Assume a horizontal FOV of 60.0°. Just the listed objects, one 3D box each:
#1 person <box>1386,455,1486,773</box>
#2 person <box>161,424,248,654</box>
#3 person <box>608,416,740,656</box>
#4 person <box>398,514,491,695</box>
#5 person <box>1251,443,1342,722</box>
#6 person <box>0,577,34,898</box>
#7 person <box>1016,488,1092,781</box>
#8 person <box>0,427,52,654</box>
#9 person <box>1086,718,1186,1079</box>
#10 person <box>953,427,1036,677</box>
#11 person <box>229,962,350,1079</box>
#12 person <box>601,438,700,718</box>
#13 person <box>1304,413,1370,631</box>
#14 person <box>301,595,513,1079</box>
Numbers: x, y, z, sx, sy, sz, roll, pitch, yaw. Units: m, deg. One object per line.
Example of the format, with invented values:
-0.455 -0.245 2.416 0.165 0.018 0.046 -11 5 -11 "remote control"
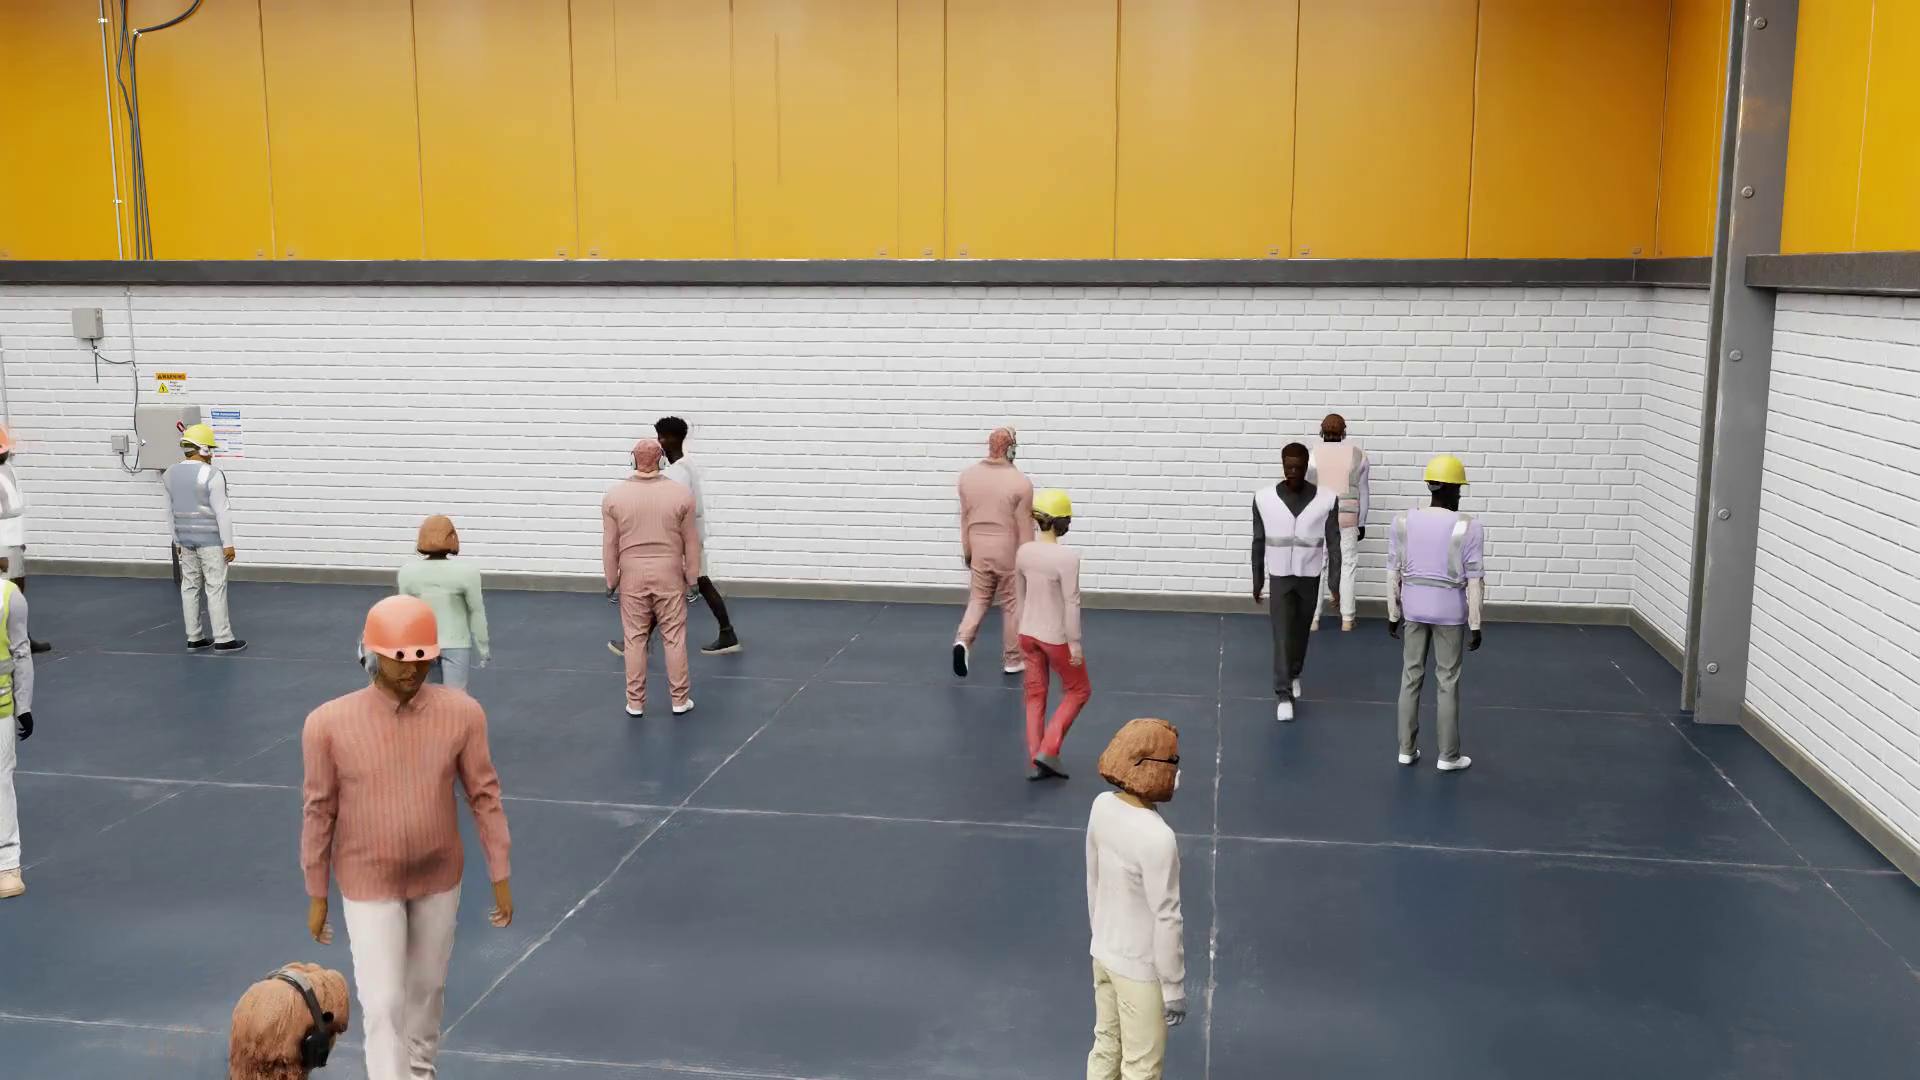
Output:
2.893 0.444 10.116 0.594 1.922 0.376 7 11 36 "person"
-5.993 -0.004 13.195 0.589 1.822 0.403 3 10 19 "person"
-2.215 -0.017 13.015 1.023 1.914 0.610 0 9 -1 "person"
-3.079 0.645 9.859 0.503 1.605 0.801 1 9 8 "person"
2.318 0.254 11.505 0.608 1.871 1.035 1 9 7 "person"
-4.789 0.834 7.978 0.625 1.840 0.430 -4 10 -25 "person"
0.548 0.569 9.841 0.364 1.754 0.545 -8 12 -40 "person"
-7.435 0.025 12.843 0.425 1.886 0.700 -2 9 -11 "person"
0.567 1.367 5.323 0.283 1.631 0.498 -4 10 -21 "person"
0.265 0.103 12.316 0.652 1.888 0.725 5 11 30 "person"
-1.366 1.666 3.567 0.543 1.588 0.844 4 10 23 "person"
-2.096 0.257 11.333 0.652 1.904 0.403 -1 9 -9 "person"
3.124 -0.148 14.020 0.621 1.845 0.430 1 9 9 "person"
-1.799 1.164 5.533 0.649 1.962 0.823 -6 11 -34 "person"
